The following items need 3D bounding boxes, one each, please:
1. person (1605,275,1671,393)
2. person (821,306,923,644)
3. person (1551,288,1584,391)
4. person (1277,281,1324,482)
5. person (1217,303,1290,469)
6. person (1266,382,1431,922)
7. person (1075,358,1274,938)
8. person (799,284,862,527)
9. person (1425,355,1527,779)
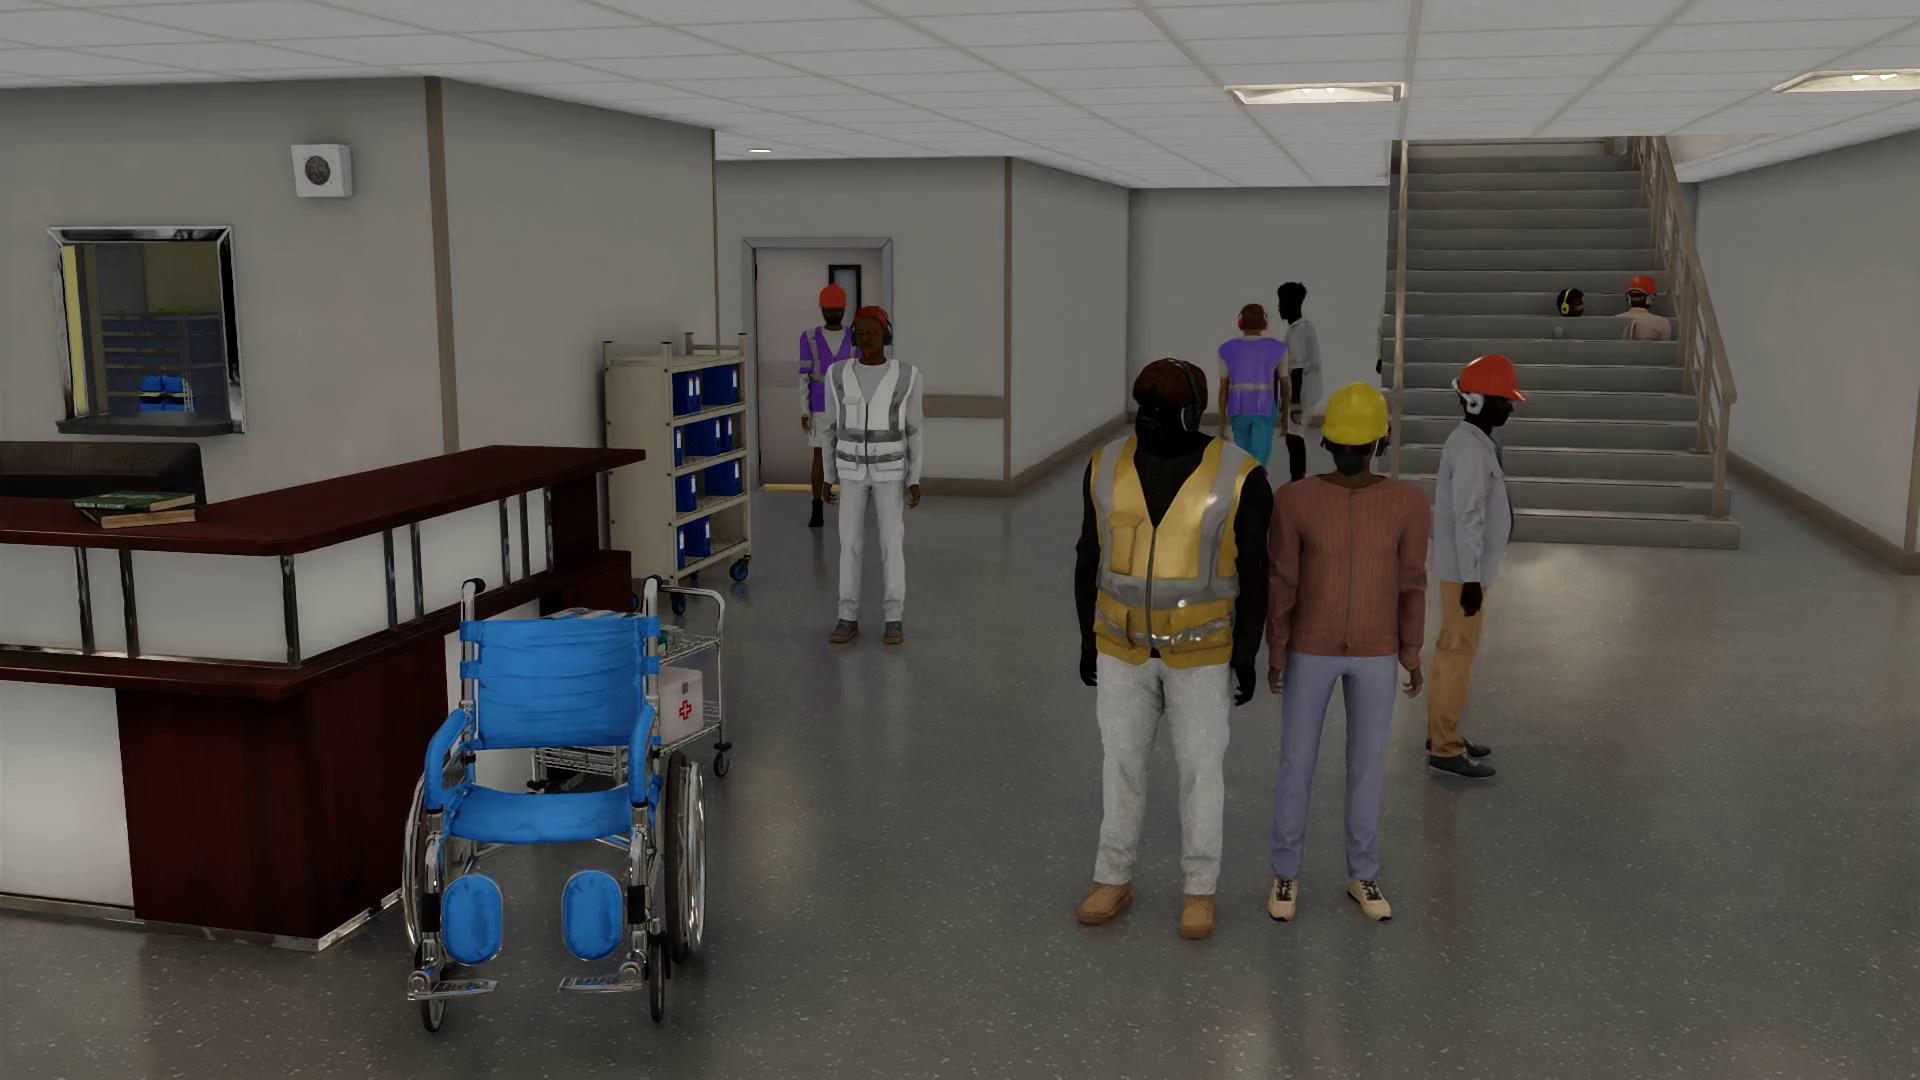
[{"bbox_3d":[6.066,-1.375,14.950,0.623,1.989,0.400,7,12,37],"label":"person"},{"bbox_3d":[-0.492,-0.354,9.261,0.573,1.883,0.354,1,10,8],"label":"person"},{"bbox_3d":[5.506,-1.350,15.166,0.313,1.869,0.538,5,11,28],"label":"person"},{"bbox_3d":[2.872,-1.224,14.216,0.441,1.949,0.631,4,10,22],"label":"person"},{"bbox_3d":[2.314,-0.979,13.238,0.574,1.793,1.002,3,10,17],"label":"person"},{"bbox_3d":[1.245,0.369,5.369,0.526,1.761,0.337,0,10,2],"label":"person"},{"bbox_3d":[0.656,0.344,5.288,0.624,1.841,0.430,4,10,22],"label":"person"},{"bbox_3d":[-1.007,-1.061,13.287,0.550,1.933,0.383,-2,10,-9],"label":"person"},{"bbox_3d":[2.152,0.102,6.957,0.340,1.748,0.568,3,10,15],"label":"person"}]
